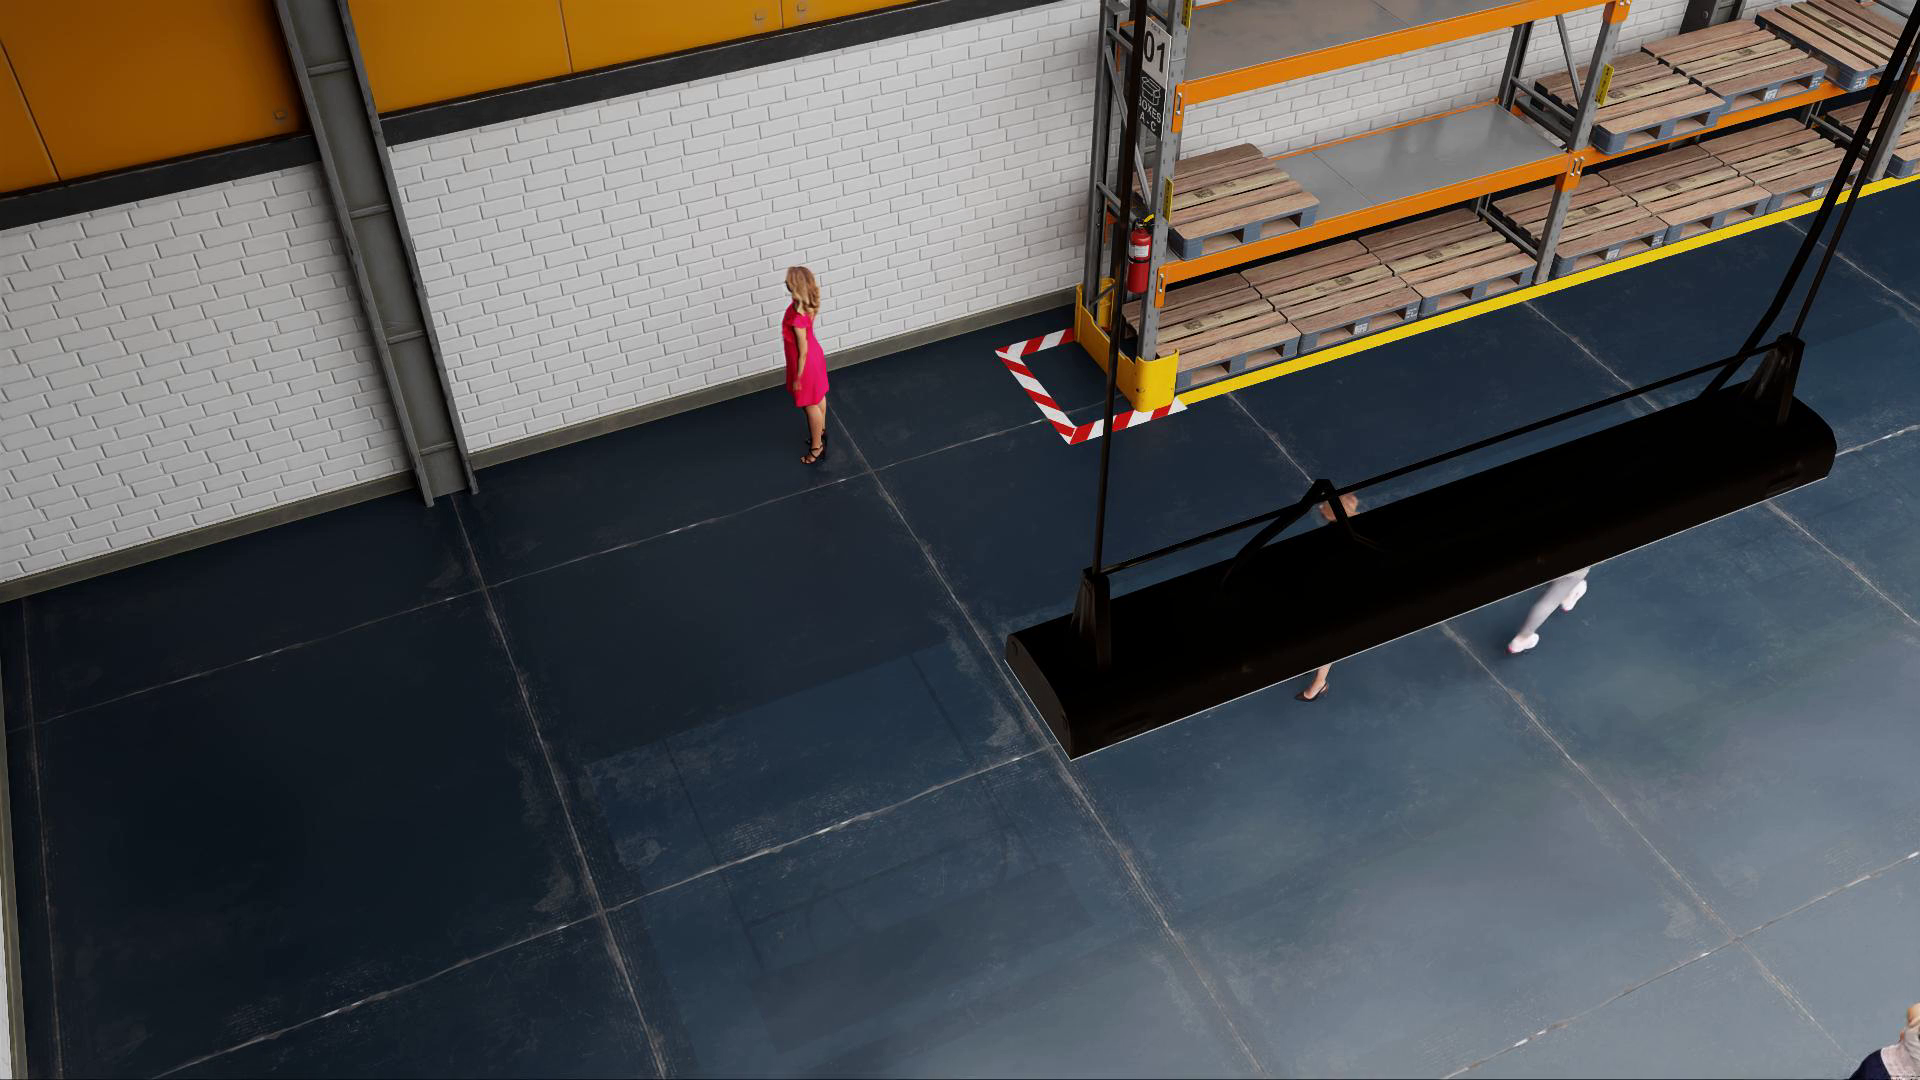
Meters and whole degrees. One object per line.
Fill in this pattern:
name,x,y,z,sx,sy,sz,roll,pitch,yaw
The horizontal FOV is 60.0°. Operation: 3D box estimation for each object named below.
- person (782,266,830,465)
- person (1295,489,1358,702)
person,-1.133,-1.314,12.367,0.690,1.729,0.661,5,44,5
person,2.334,0.346,10.596,0.681,1.767,0.664,4,44,4
